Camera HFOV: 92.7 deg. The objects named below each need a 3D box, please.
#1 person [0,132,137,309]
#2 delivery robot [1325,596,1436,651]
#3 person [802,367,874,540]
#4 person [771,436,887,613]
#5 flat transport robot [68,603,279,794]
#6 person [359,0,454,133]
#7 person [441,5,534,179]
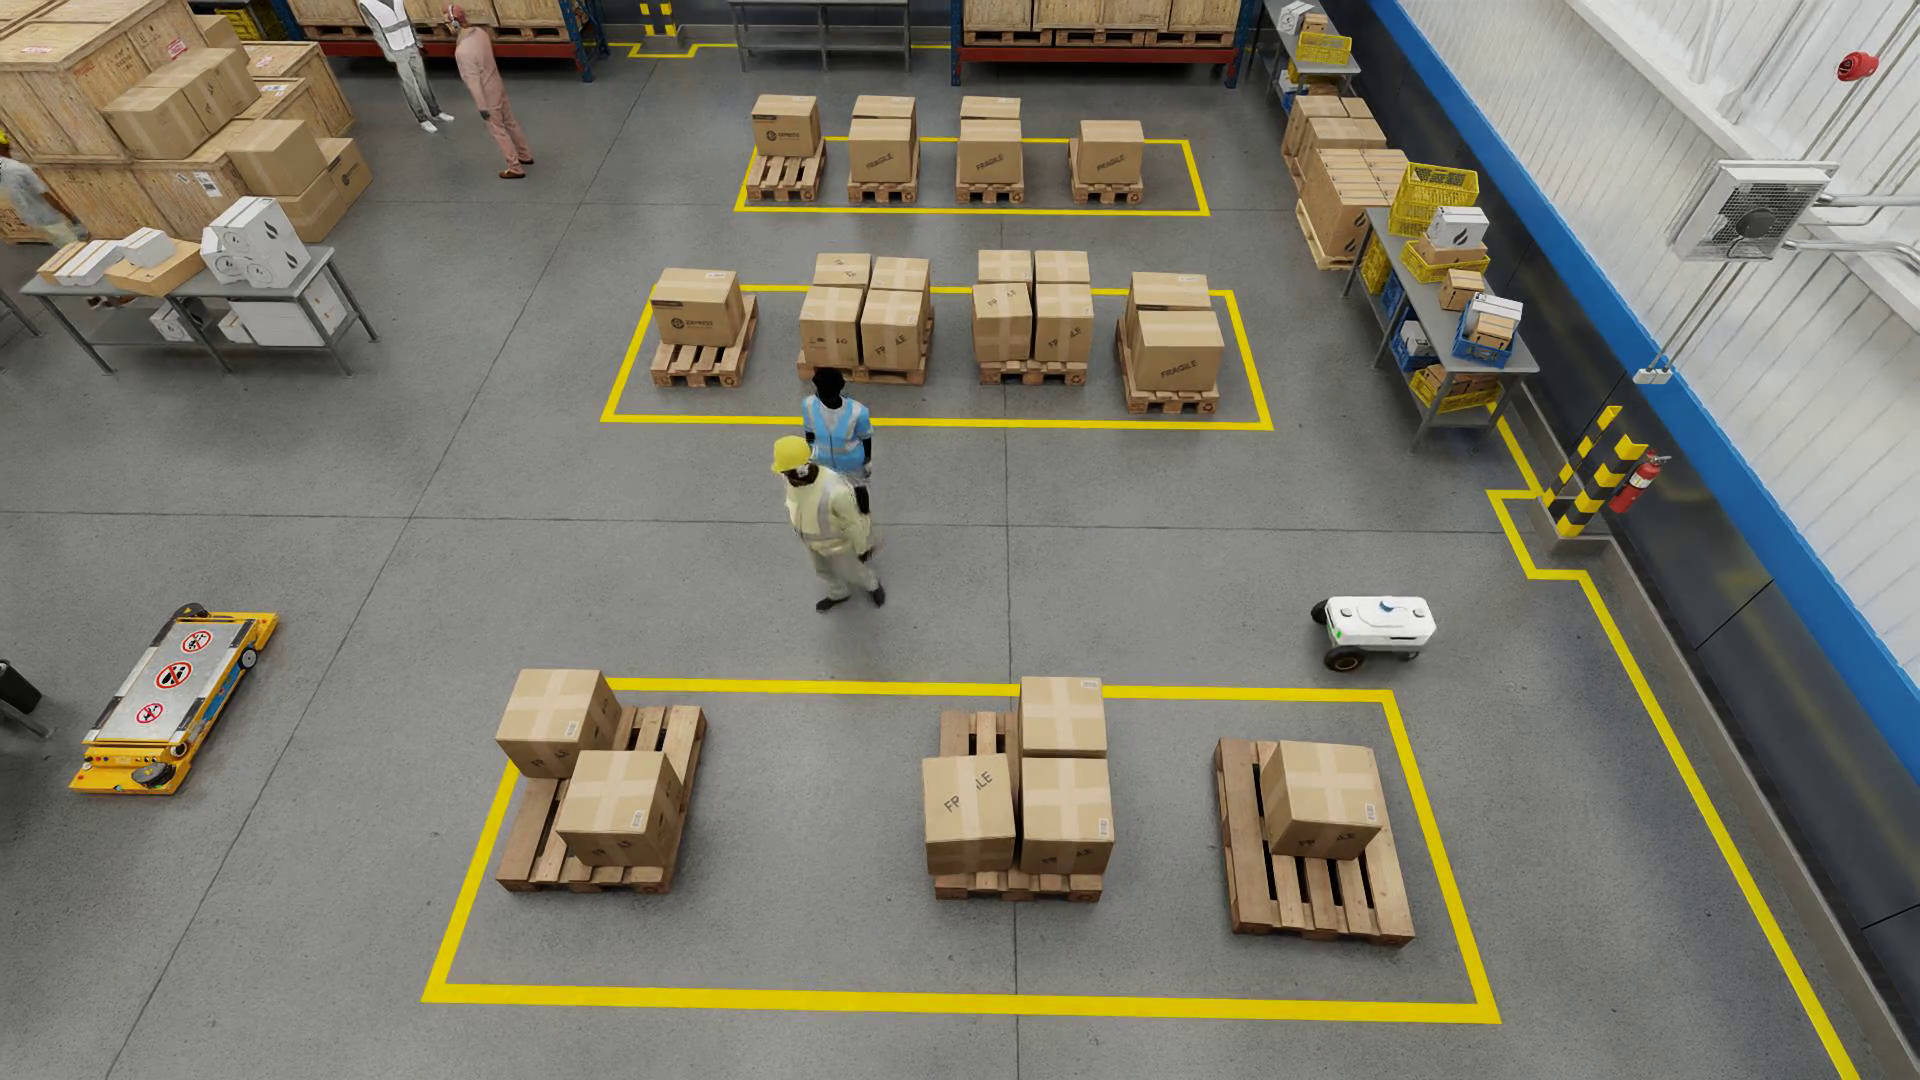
[{"bbox_3d":[-8.913,-3.105,8.955,0.636,1.845,0.432,7,50,6],"label":"person"},{"bbox_3d":[3.014,0.586,6.609,0.707,0.478,0.477,0,50,0],"label":"delivery robot"},{"bbox_3d":[-0.908,-0.630,6.954,0.540,1.695,0.317,10,50,8],"label":"person"},{"bbox_3d":[-0.887,-0.096,6.449,0.643,1.788,0.635,31,56,24],"label":"person"},{"bbox_3d":[-5.504,1.072,6.442,0.652,0.197,1.431,1,50,1],"label":"flat transport robot"},{"bbox_3d":[-6.996,-6.168,11.495,0.389,1.921,0.592,16,52,13],"label":"person"},{"bbox_3d":[-5.527,-5.202,10.696,0.401,1.900,0.650,1,50,1],"label":"person"}]
